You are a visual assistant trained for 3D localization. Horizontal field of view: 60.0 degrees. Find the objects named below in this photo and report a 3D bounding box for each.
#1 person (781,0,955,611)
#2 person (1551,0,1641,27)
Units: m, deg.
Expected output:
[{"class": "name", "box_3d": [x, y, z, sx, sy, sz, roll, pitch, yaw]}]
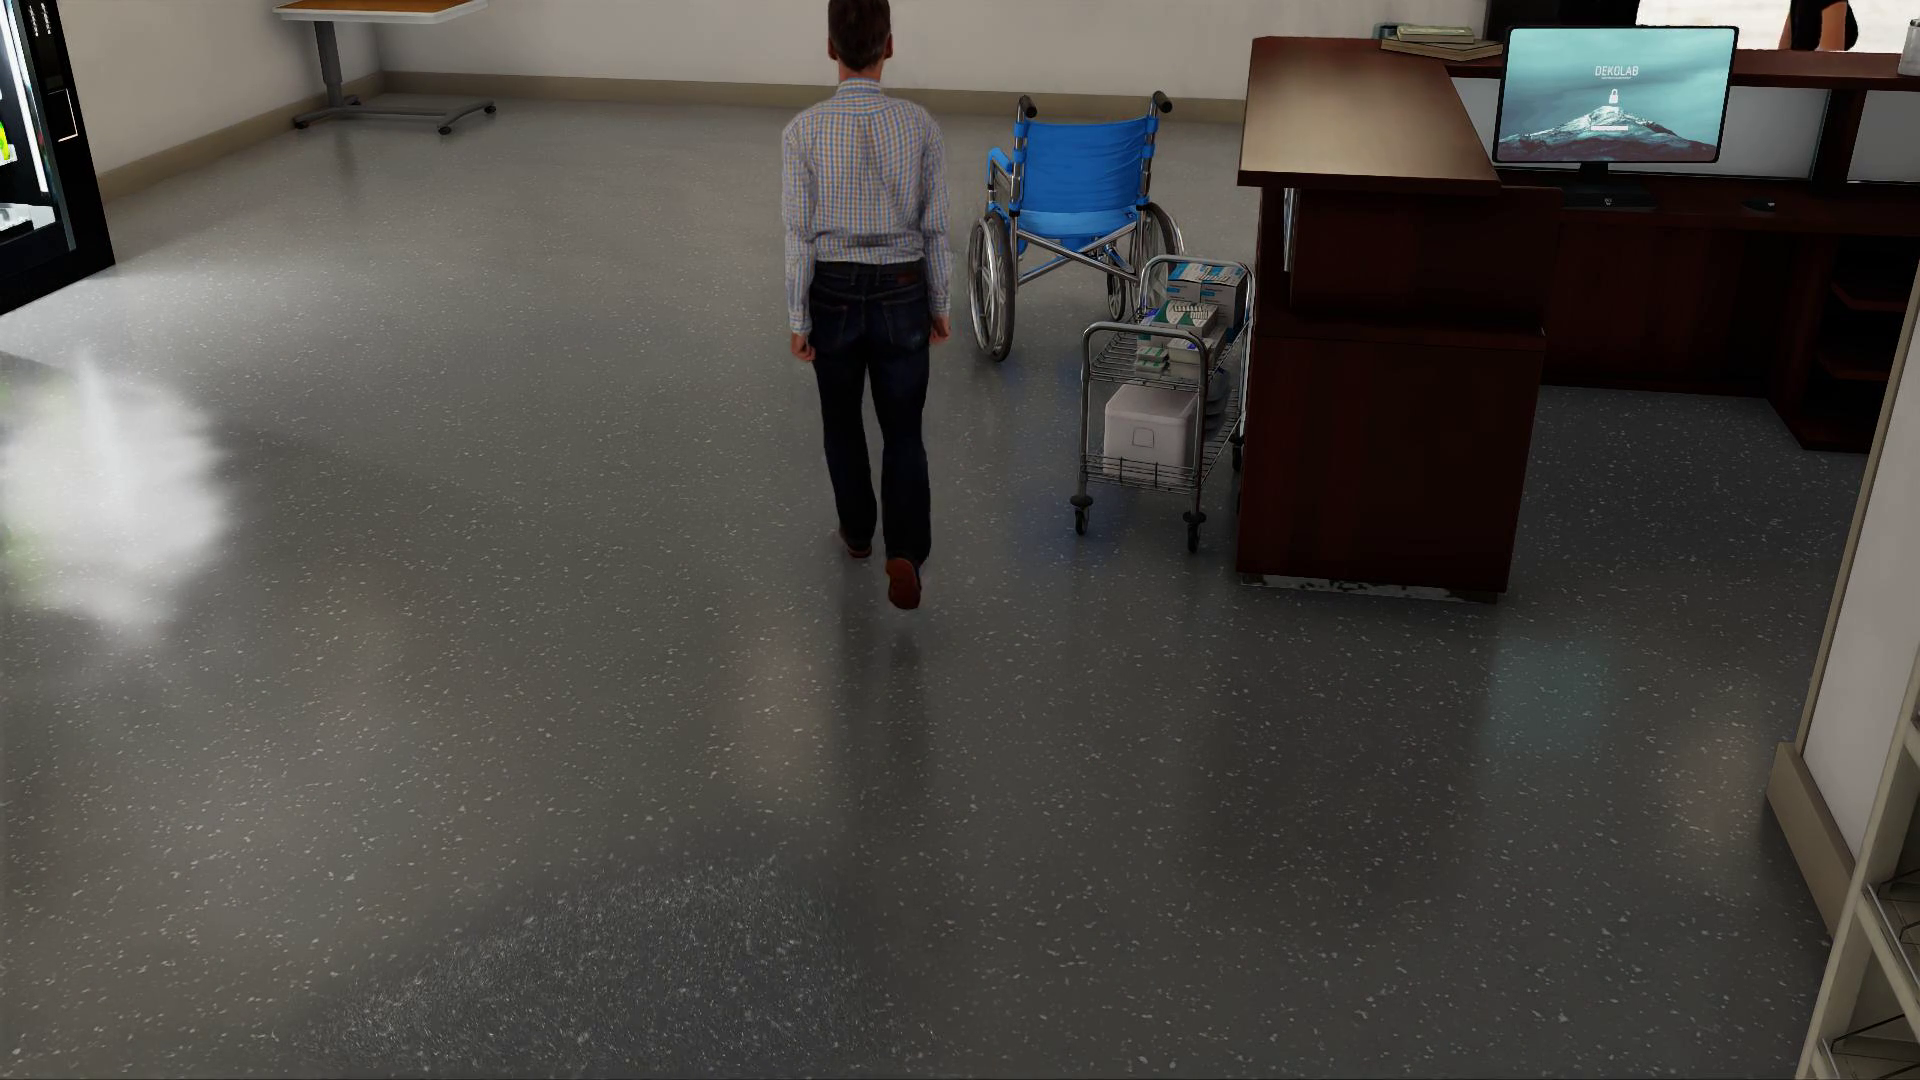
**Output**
[{"class": "person", "box_3d": [-0.266, -0.661, 4.881, 0.881, 1.795, 1.205, -3, 26, -6]}, {"class": "person", "box_3d": [3.184, -2.306, 8.397, 0.998, 1.704, 1.098, -7, 27, -14]}]
